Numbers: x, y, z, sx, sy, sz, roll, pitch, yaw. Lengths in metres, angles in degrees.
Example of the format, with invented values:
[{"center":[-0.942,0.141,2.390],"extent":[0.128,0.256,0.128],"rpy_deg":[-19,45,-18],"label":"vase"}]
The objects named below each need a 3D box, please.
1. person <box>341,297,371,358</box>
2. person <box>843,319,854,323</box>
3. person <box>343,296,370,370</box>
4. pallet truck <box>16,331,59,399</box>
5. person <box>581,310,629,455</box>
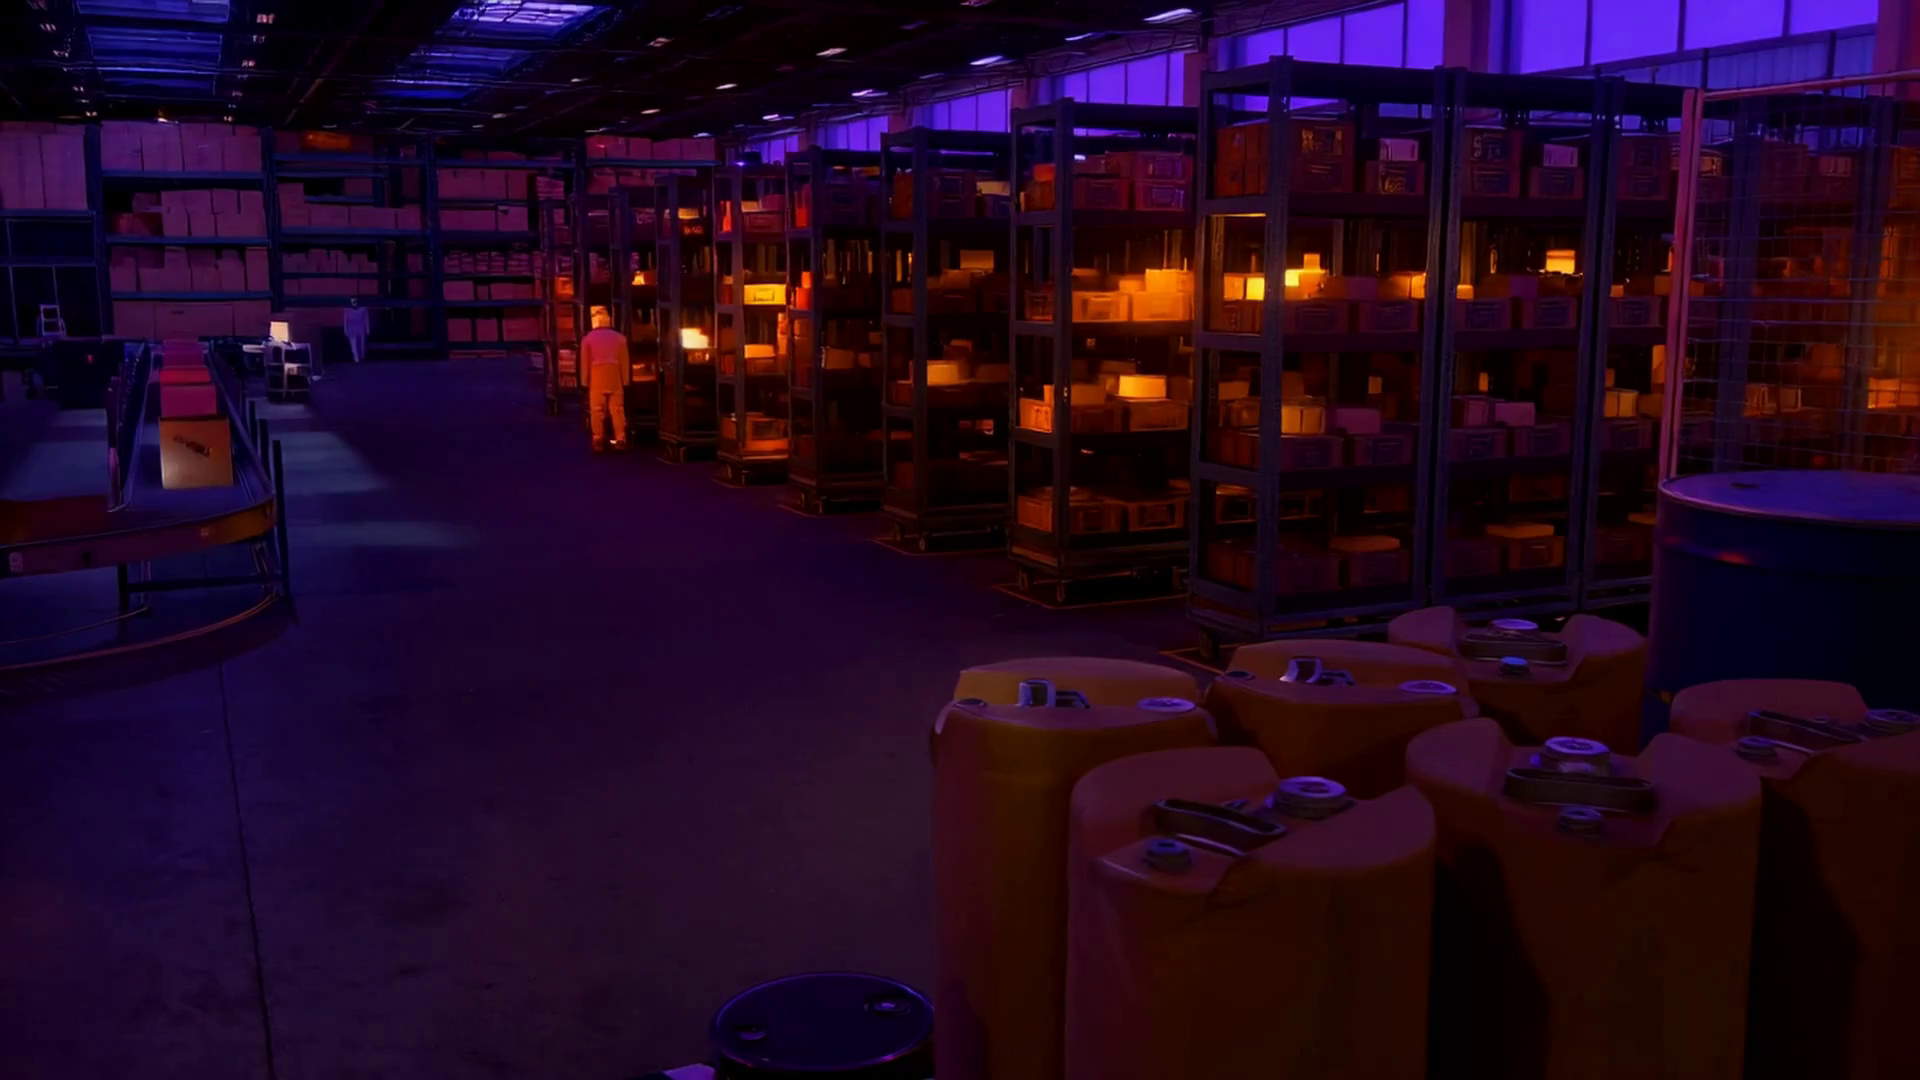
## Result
[{"center":[-17.009,-5.971,46.737],"extent":[0.716,1.727,0.530],"rpy_deg":[-3,10,-16],"label":"person"},{"center":[-3.021,-6.164,47.476],"extent":[0.660,1.869,0.906],"rpy_deg":[3,10,20],"label":"person"},{"center":[-14.883,-5.095,40.997],"extent":[0.608,1.809,0.532],"rpy_deg":[-3,9,-15],"label":"person"},{"center":[-17.082,-3.353,31.781],"extent":[1.630,1.274,0.653],"rpy_deg":[-4,10,-25],"label":"pallet truck"},{"center":[-4.697,-2.078,21.987],"extent":[0.640,1.910,0.407],"rpy_deg":[-4,10,-24],"label":"person"}]
